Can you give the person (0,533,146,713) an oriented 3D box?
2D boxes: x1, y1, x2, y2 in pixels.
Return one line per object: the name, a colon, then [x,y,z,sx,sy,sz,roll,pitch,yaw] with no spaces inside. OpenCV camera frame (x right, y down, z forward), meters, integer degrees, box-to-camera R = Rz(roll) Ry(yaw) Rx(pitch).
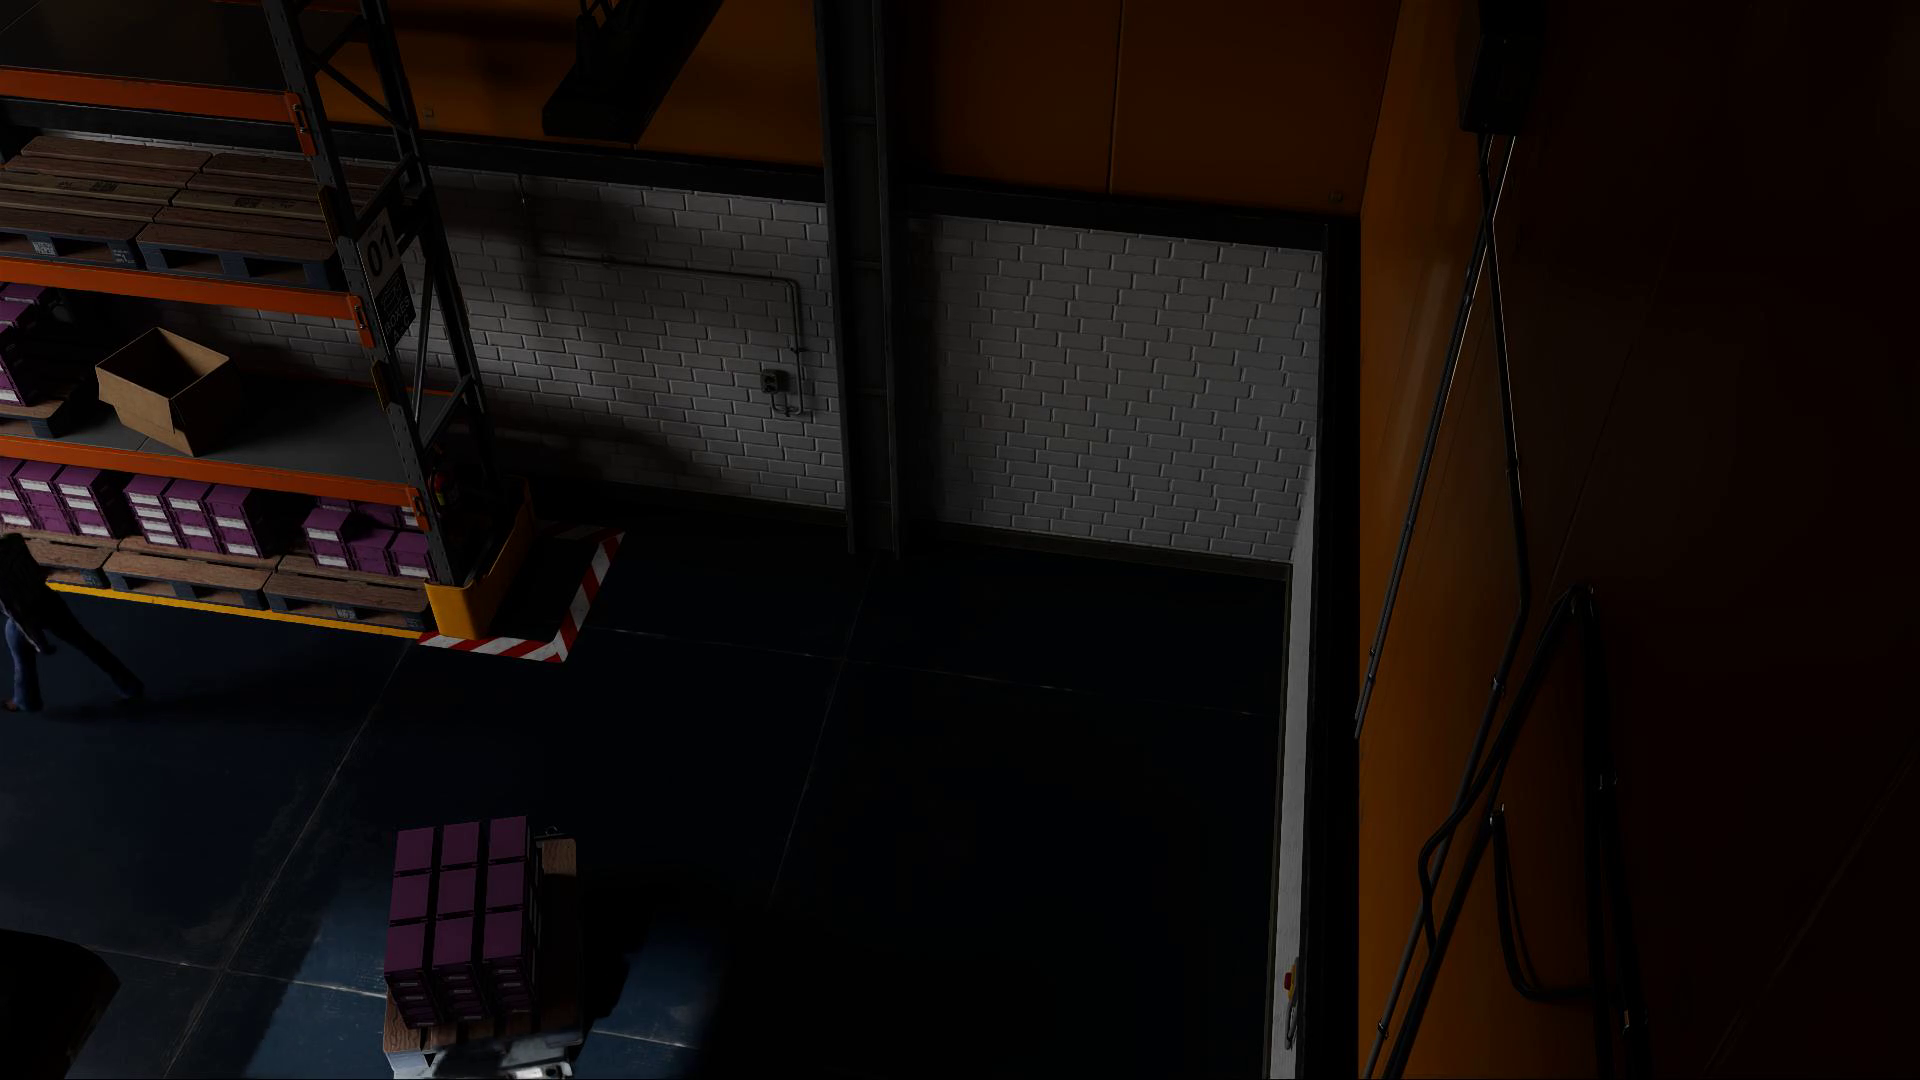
person: [-5.712,0.506,10.492,1.222,1.736,0.772,0,44,0]
